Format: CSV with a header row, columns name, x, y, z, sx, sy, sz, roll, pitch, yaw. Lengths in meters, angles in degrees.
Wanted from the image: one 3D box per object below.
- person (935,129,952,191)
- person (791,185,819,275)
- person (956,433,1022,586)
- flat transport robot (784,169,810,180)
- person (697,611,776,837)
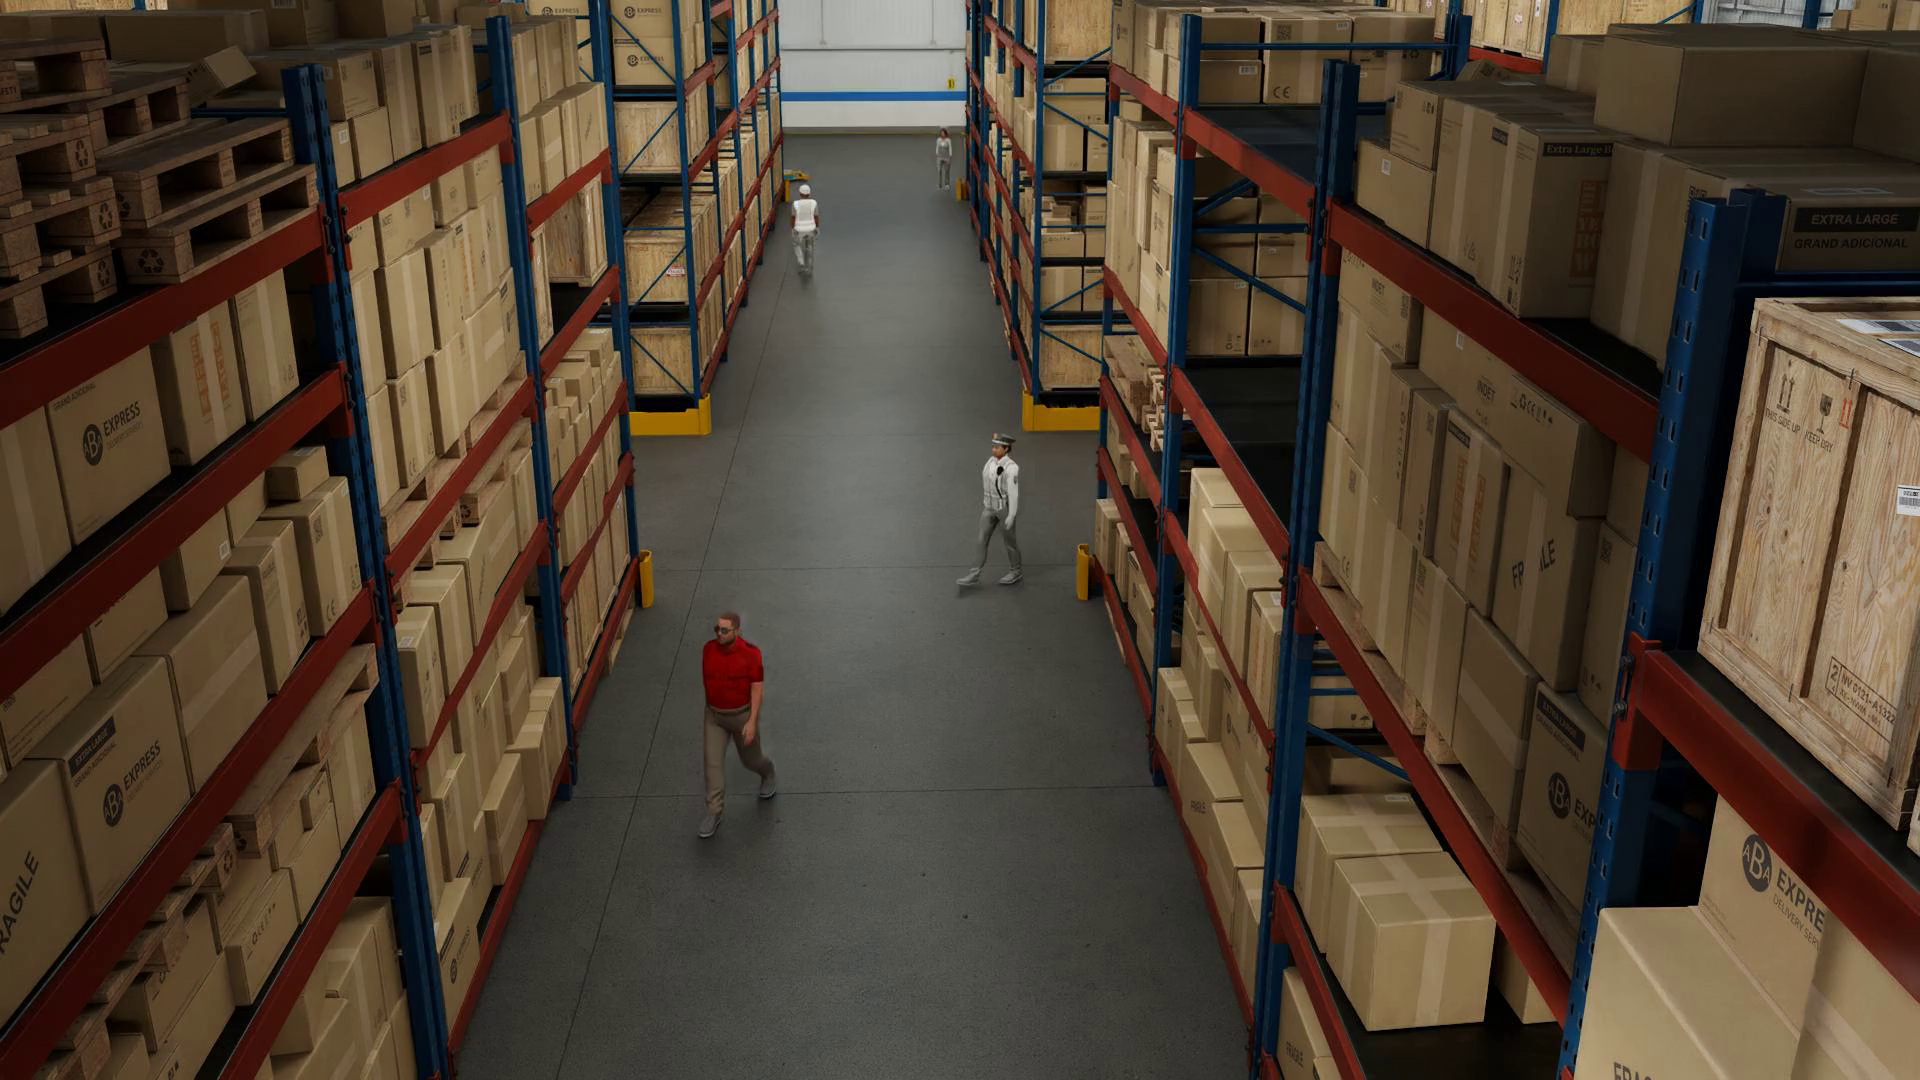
name,x,y,z,sx,sy,sz,roll,pitch,yaw
person,-0.423,-9.857,43.122,0.435,1.573,0.844,3,21,8
person,-3.061,-6.124,32.835,0.565,1.778,0.561,-4,21,-11
person,0.347,-0.294,17.388,0.763,1.677,0.493,-18,27,-39
flat transport robot,-4.853,-9.870,45.137,1.431,0.231,0.659,-17,26,-38
person,-1.758,1.357,12.923,0.534,1.704,0.948,6,21,16
